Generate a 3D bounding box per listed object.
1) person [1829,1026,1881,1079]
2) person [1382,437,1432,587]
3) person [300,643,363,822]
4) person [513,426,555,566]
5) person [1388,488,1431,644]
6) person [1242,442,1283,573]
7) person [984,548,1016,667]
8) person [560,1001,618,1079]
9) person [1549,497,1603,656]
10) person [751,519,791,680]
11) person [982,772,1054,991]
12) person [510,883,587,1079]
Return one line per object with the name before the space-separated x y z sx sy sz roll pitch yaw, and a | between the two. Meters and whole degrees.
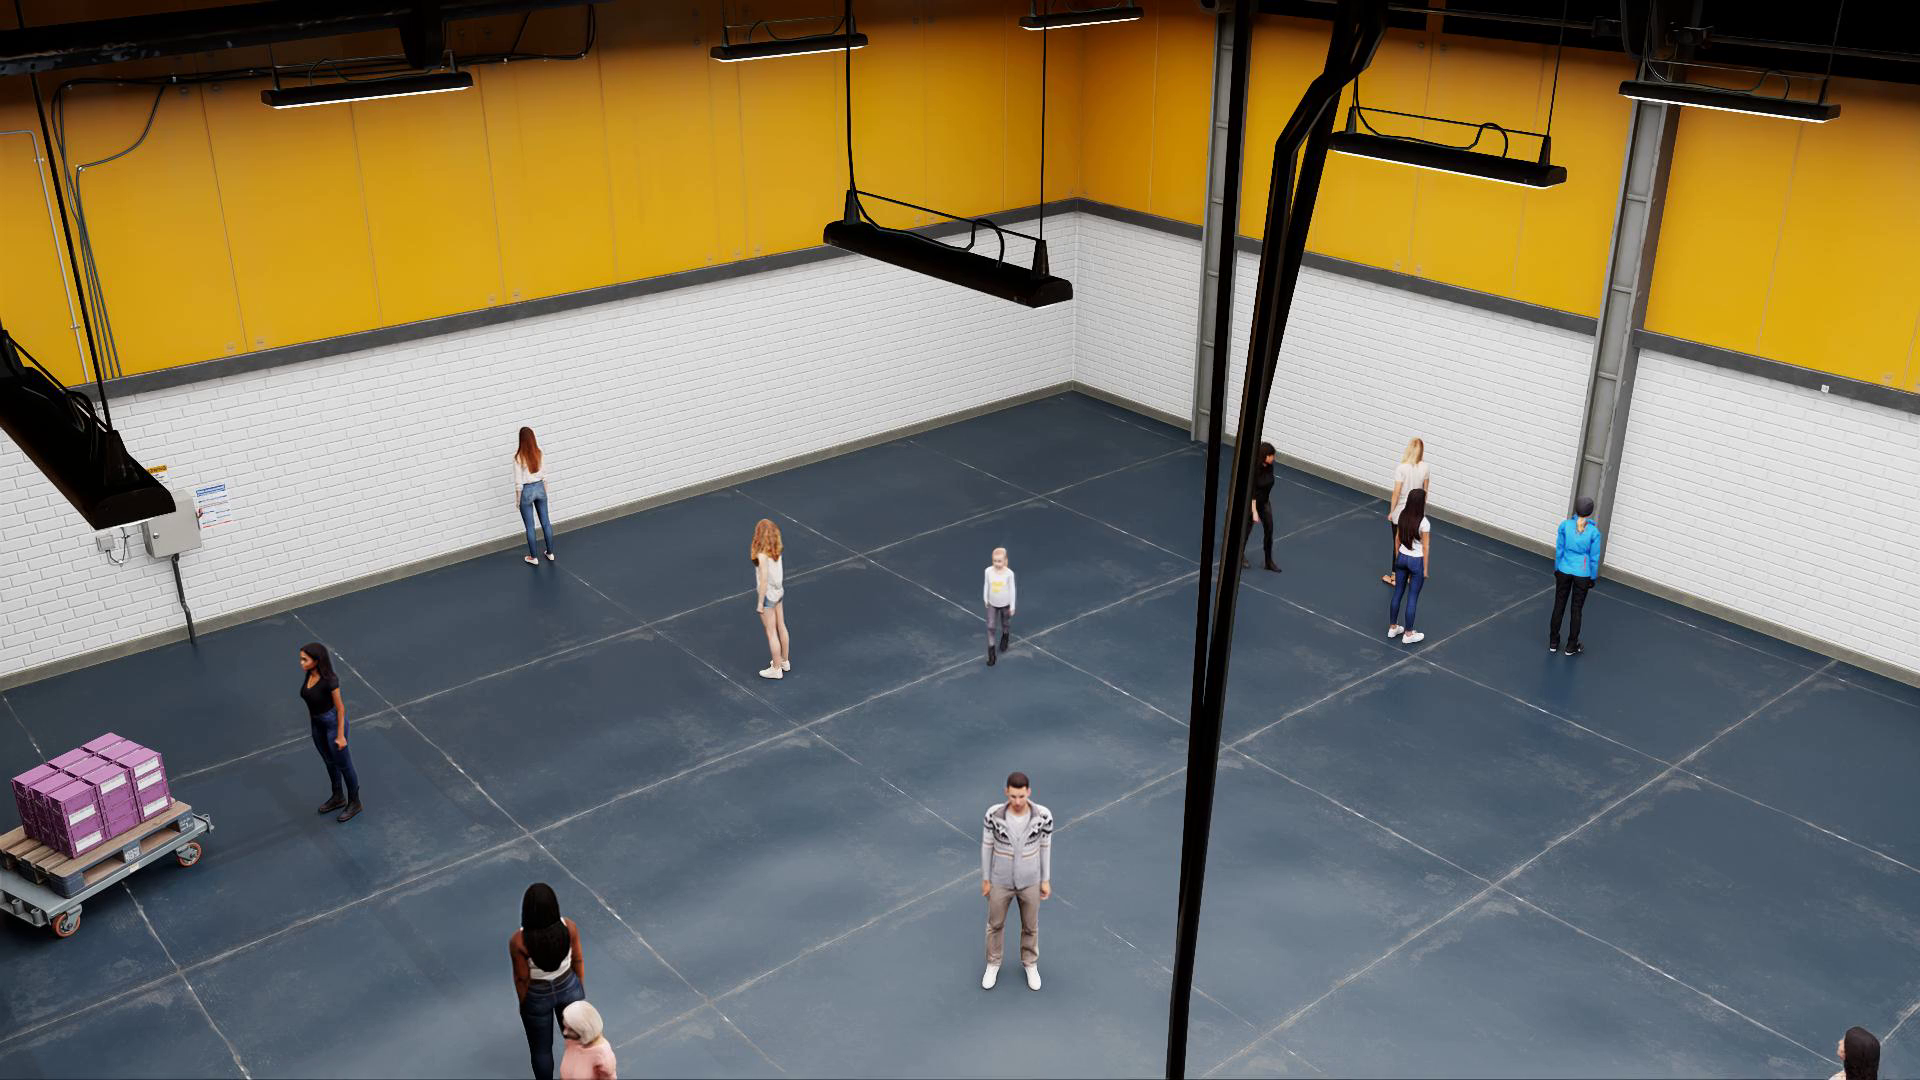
person | 5.414 3.743 10.194 0.561 1.731 0.700 -19 30 -37
person | 5.233 -0.328 19.390 0.679 1.827 0.683 -5 24 -10
person | -5.639 1.690 14.882 0.559 1.738 0.691 15 28 30
person | -5.145 -0.547 20.013 0.579 1.728 0.484 -18 29 -35
person | 4.898 0.266 18.094 0.662 1.775 0.467 -16 28 -32
person | 3.480 -0.421 19.867 0.629 1.614 0.860 -14 27 -28
person | 0.442 0.661 17.851 0.887 1.246 0.897 5 24 11
person | -2.320 3.598 10.537 0.526 1.723 0.703 17 29 35
person | 6.578 0.375 17.820 0.515 1.795 0.712 18 30 36
person | -1.956 0.608 17.334 0.645 1.758 0.652 10 26 22
person | 0.427 2.568 12.720 0.764 1.862 0.806 1 24 1
person | -2.812 3.141 11.475 0.699 1.810 0.684 -11 26 -23
